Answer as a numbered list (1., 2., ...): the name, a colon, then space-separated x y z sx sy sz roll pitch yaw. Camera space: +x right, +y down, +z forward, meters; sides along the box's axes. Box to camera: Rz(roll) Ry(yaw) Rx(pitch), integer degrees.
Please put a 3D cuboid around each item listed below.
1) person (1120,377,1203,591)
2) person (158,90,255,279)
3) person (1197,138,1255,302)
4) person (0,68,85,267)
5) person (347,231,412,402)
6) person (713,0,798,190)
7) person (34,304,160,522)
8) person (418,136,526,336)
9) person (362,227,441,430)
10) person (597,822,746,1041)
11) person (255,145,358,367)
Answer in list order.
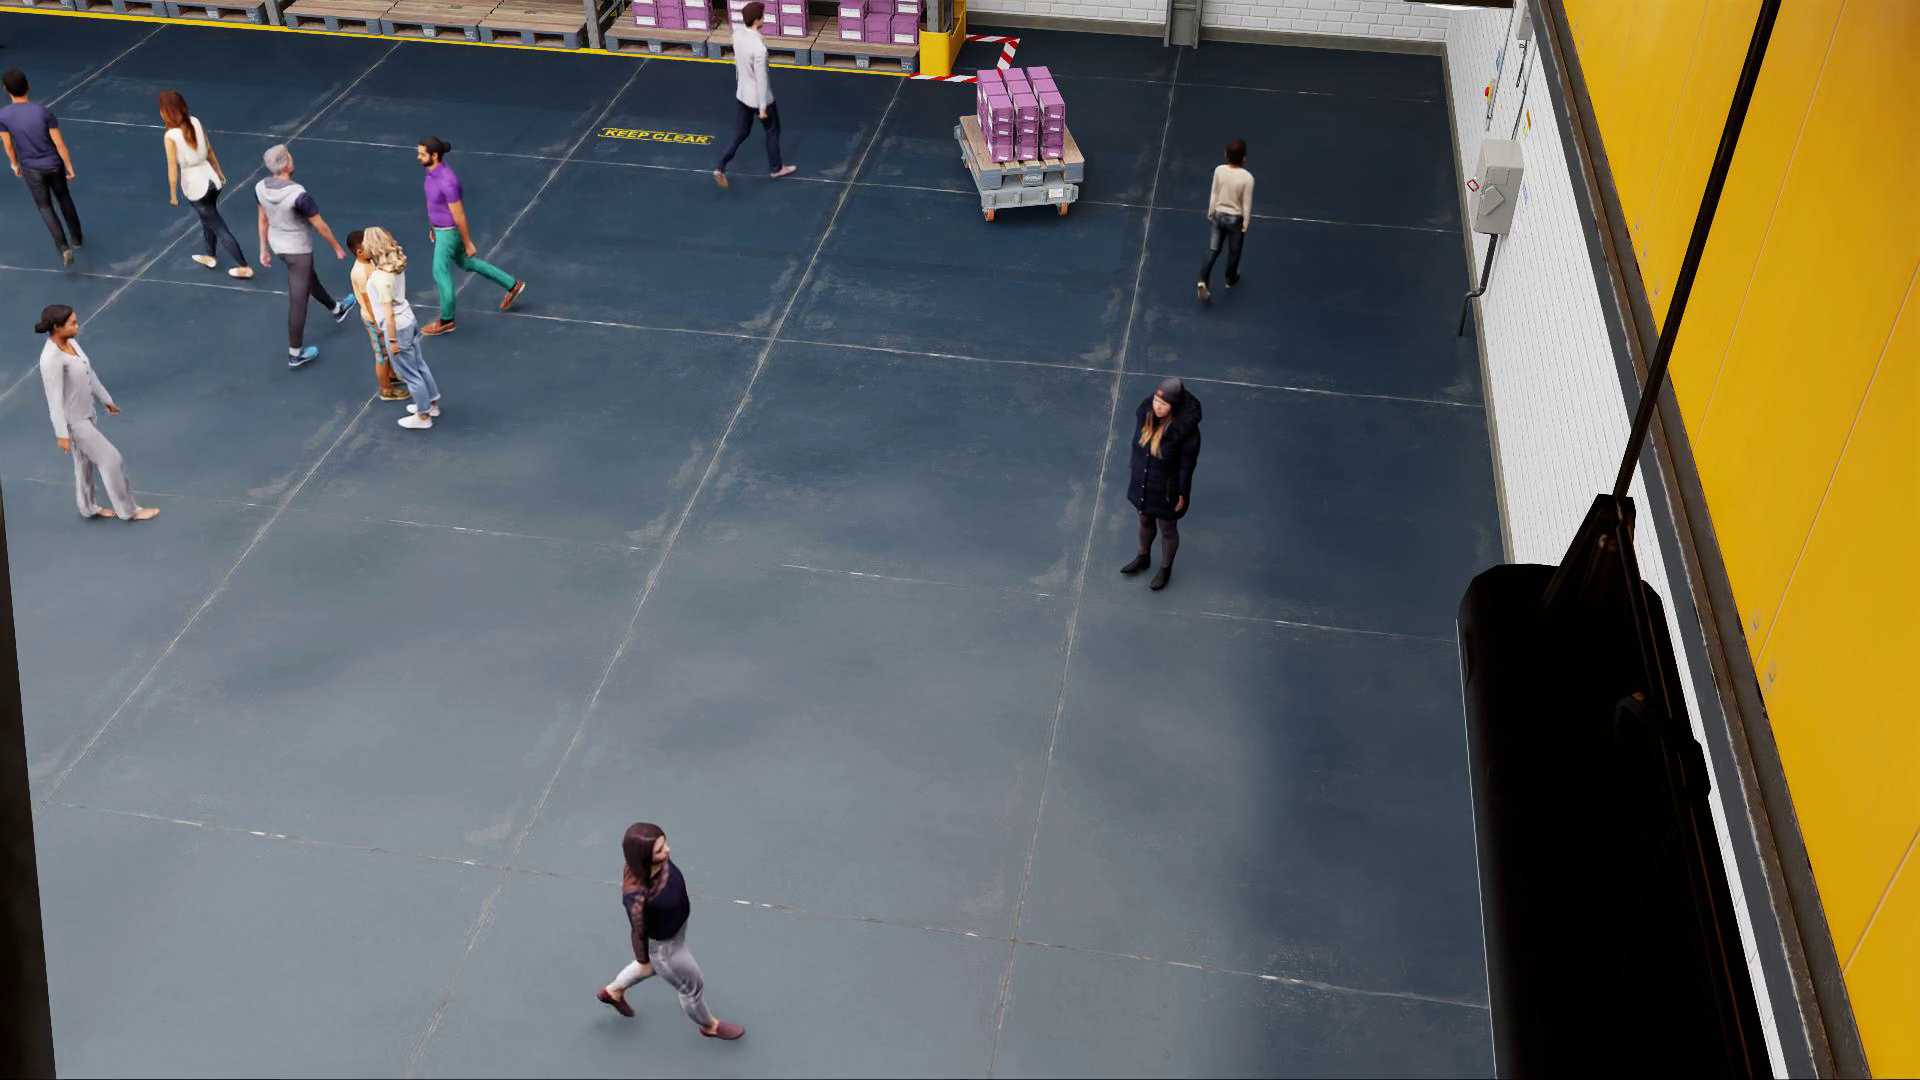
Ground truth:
1. person: 1.375 -0.402 11.323 0.768 1.673 0.853 32 48 33
2. person: -6.566 -3.074 14.599 0.945 1.761 0.710 11 40 14
3. person: 2.301 -2.760 14.461 0.940 1.443 0.811 20 43 23
4. person: -8.208 -3.294 14.870 1.077 1.767 1.098 -19 42 -22
5. person: -4.653 -1.793 13.237 0.572 1.459 0.579 -6 39 -7
6. person: -2.059 -4.234 16.012 1.211 1.810 1.214 -30 47 -32
7. person: -6.399 -0.873 11.888 0.946 1.705 0.870 -4 39 -5
8. person: -4.193 -2.611 14.045 1.251 1.729 1.083 -17 42 -20
9. person: -4.306 -1.628 12.819 0.634 1.723 0.671 -3 39 -4
10. person: -1.551 1.995 8.392 1.030 1.586 0.656 3 39 3
11. person: -5.504 -2.283 13.602 1.239 1.768 1.046 18 42 21
